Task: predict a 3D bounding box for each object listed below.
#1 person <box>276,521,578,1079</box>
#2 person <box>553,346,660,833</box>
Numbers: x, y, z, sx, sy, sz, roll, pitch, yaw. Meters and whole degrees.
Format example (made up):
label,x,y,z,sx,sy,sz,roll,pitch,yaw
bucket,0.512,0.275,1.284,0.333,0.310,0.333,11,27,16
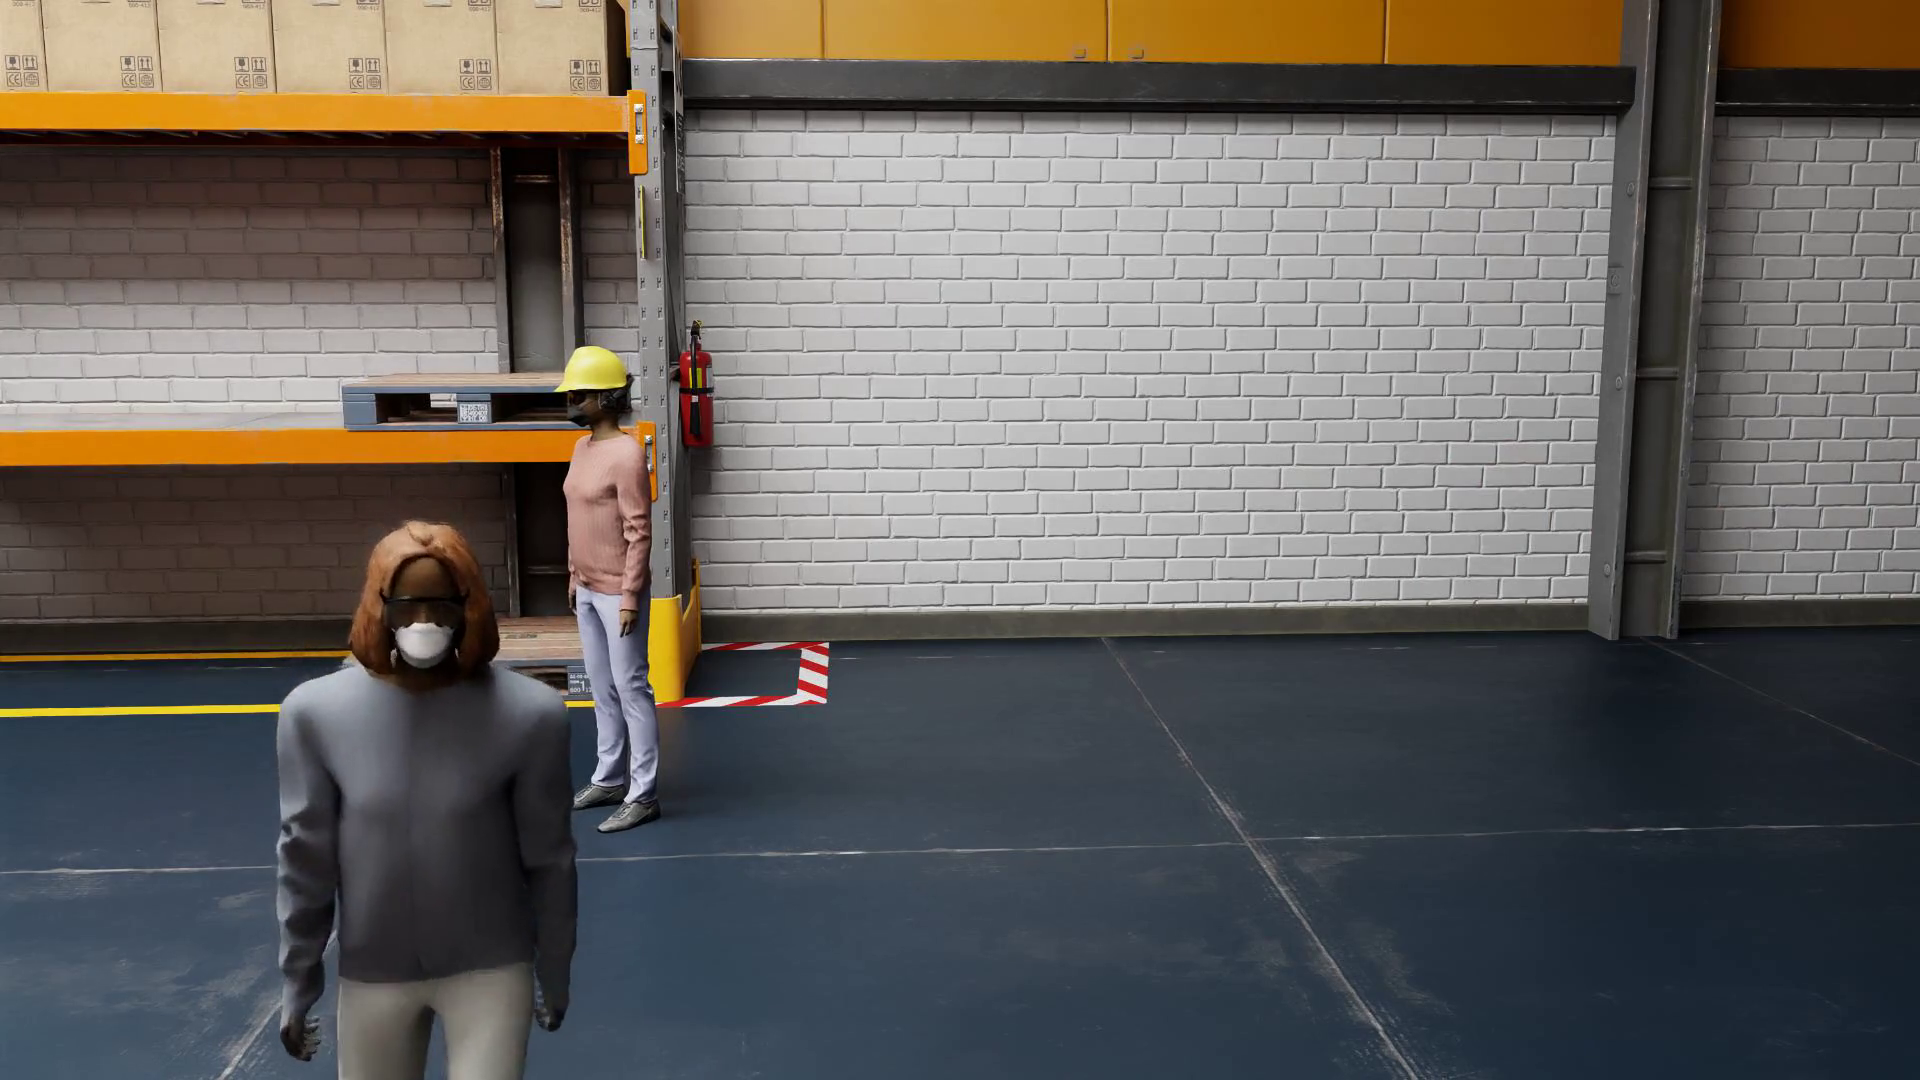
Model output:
label,x,y,z,sx,sy,sz,roll,pitch,yaw
person,-0.935,0.747,2.995,0.508,1.611,0.641,-1,9,-8
person,-1.303,0.178,6.100,0.315,1.768,0.526,-7,11,-38
